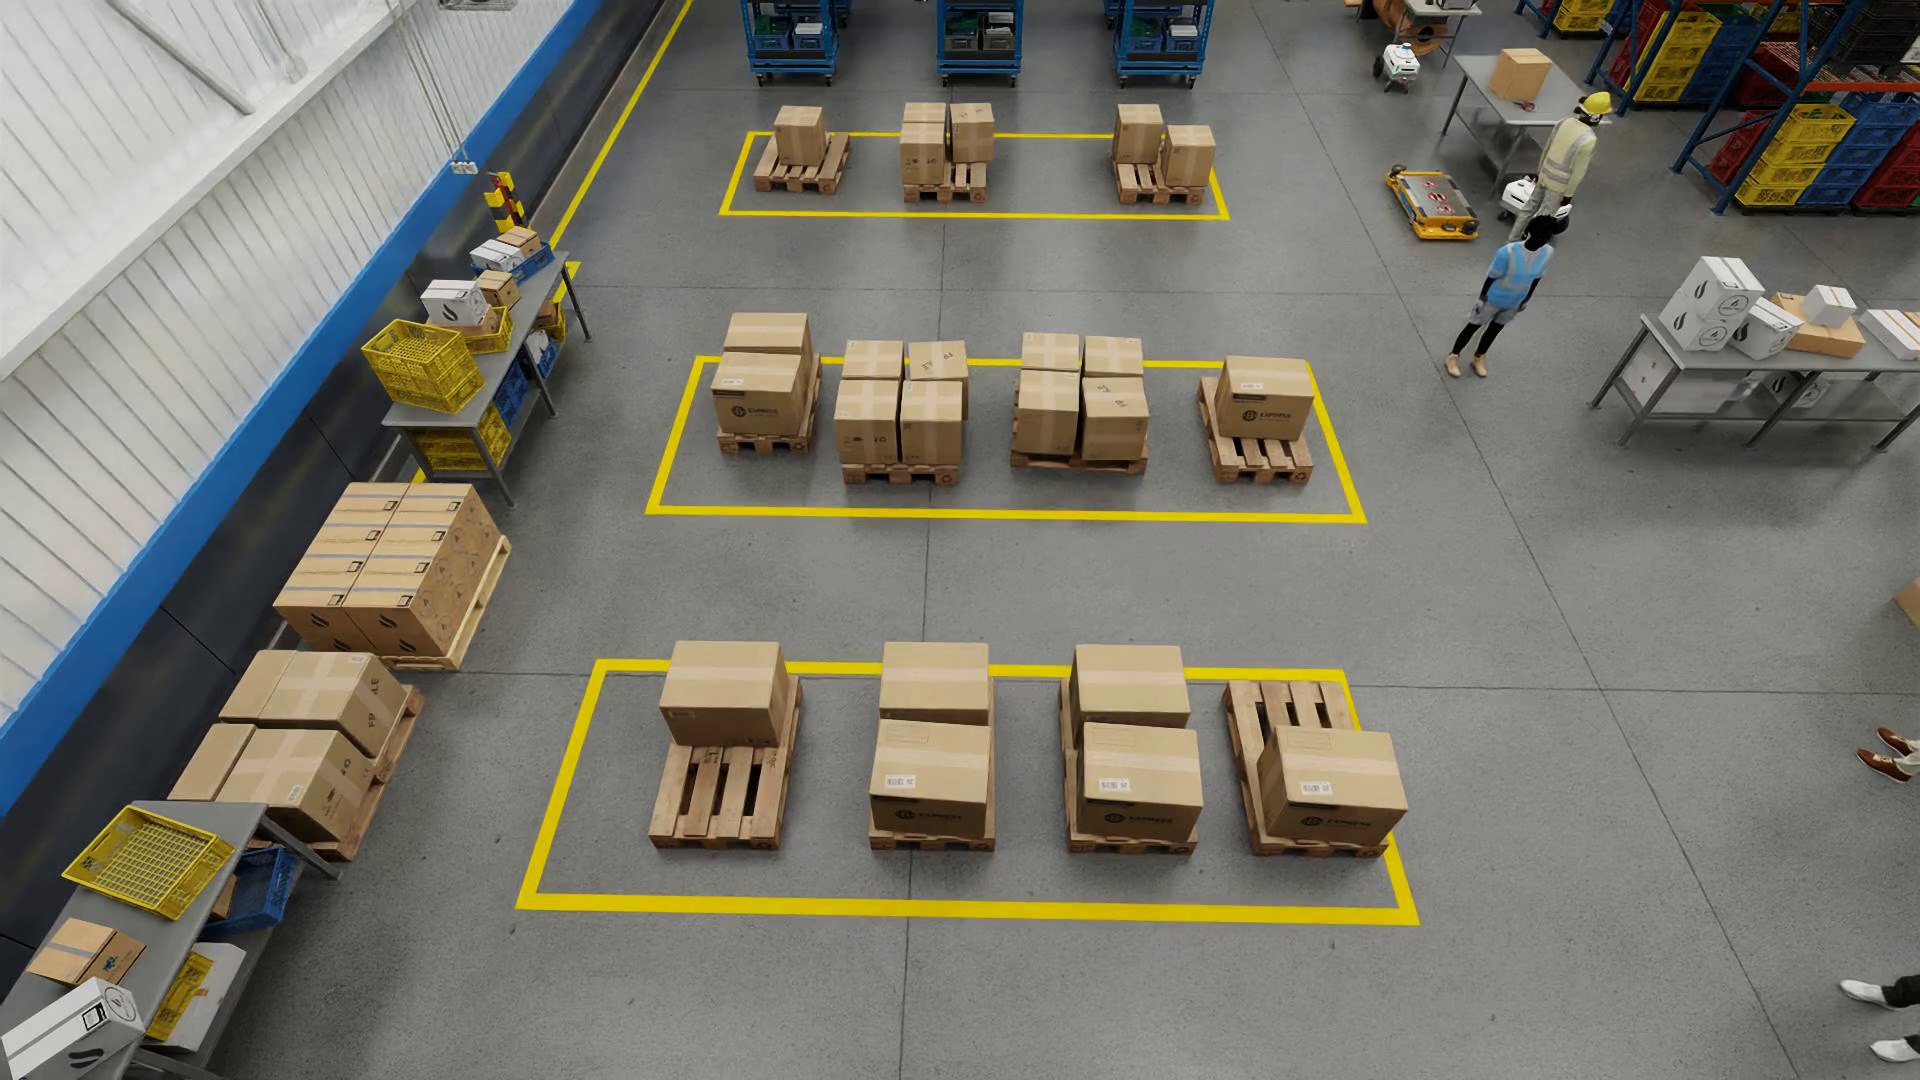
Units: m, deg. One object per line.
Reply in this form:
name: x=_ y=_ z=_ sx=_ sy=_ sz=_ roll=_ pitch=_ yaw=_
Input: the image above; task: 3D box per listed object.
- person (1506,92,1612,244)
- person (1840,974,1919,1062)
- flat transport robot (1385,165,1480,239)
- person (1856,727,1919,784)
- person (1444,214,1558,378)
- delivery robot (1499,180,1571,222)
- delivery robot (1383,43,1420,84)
person: x=6.414 y=-3.862 z=9.831 sx=0.403 sy=1.834 sz=0.589 roll=-8 pitch=50 yaw=-7
person: x=5.341 y=2.188 z=4.543 sx=0.394 sy=1.913 sz=0.590 roll=6 pitch=49 yaw=5
flat transport robot: x=5.692 y=-4.094 z=11.059 sx=0.652 sy=0.197 sz=1.431 roll=1 pitch=49 yaw=1
person: x=6.441 y=0.922 z=5.666 sx=0.518 sy=1.874 sz=0.326 roll=-24 pitch=53 yaw=-19
person: x=5.058 y=-2.255 z=8.534 sx=0.536 sy=1.694 sz=0.320 roll=-2 pitch=49 yaw=-2
delivery robot: x=6.691 y=-3.926 z=10.667 sx=0.477 sy=0.478 sz=0.707 roll=-21 pitch=52 yaw=-17
delivery robot: x=6.380 y=-6.917 z=13.256 sx=0.477 sy=0.478 sz=0.707 roll=3 pitch=49 yaw=2
